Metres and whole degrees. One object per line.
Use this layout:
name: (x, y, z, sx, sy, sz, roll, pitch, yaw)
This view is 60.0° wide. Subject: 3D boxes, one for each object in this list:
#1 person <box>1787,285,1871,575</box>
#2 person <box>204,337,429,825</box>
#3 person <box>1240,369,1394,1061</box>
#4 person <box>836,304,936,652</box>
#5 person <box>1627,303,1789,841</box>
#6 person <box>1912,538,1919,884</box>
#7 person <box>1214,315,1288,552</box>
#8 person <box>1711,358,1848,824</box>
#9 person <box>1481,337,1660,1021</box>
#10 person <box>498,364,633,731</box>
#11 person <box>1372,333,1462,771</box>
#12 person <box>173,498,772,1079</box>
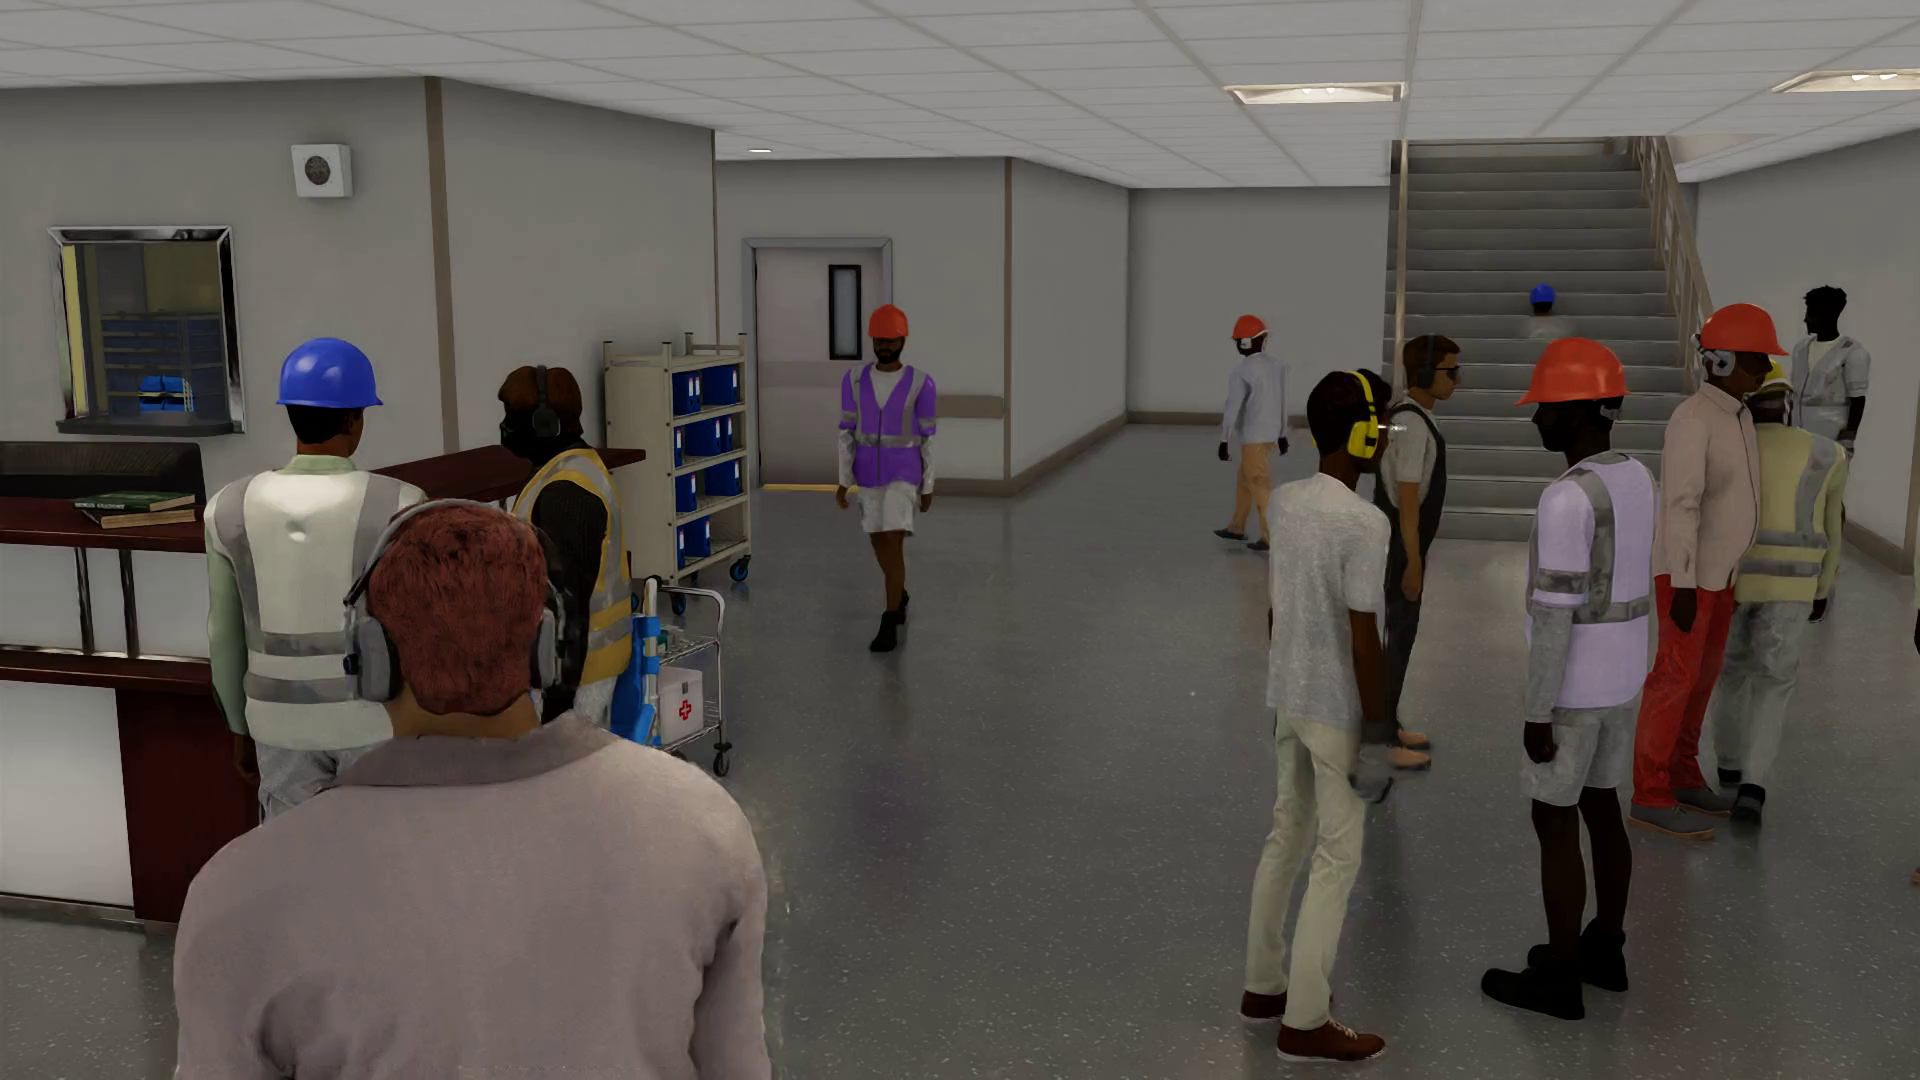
person: (5.818, -0.732, 11.247, 0.369, 1.963, 0.608, -3, 10, -17)
person: (-1.591, 0.458, 4.286, 0.614, 1.945, 0.403, 0, 10, 2)
person: (0.981, 0.473, 4.471, 0.332, 1.858, 0.517, -4, 10, -21)
person: (-0.389, -0.385, 9.409, 0.537, 1.904, 0.971, 3, 10, 15)
person: (2.798, 0.118, 6.201, 0.415, 1.985, 0.610, 9, 13, 41)
person: (3.479, 0.237, 5.505, 0.415, 1.982, 0.622, -8, 13, -41)
person: (2.088, -0.787, 12.259, 0.762, 1.717, 0.591, 9, 13, 43)
person: (3.070, 0.179, 6.438, 0.573, 1.785, 0.833, 5, 11, 29)
person: (1.735, 0.394, 4.736, 0.549, 1.929, 0.387, -9, 13, -43)
person: (-1.212, 0.386, 5.062, 0.430, 1.838, 0.625, -3, 10, -15)
person: (1.905, 0.049, 7.044, 0.360, 1.837, 0.512, 2, 10, 12)
person: (-0.554, 0.892, 1.942, 0.640, 1.884, 0.529, -8, 13, -41)
